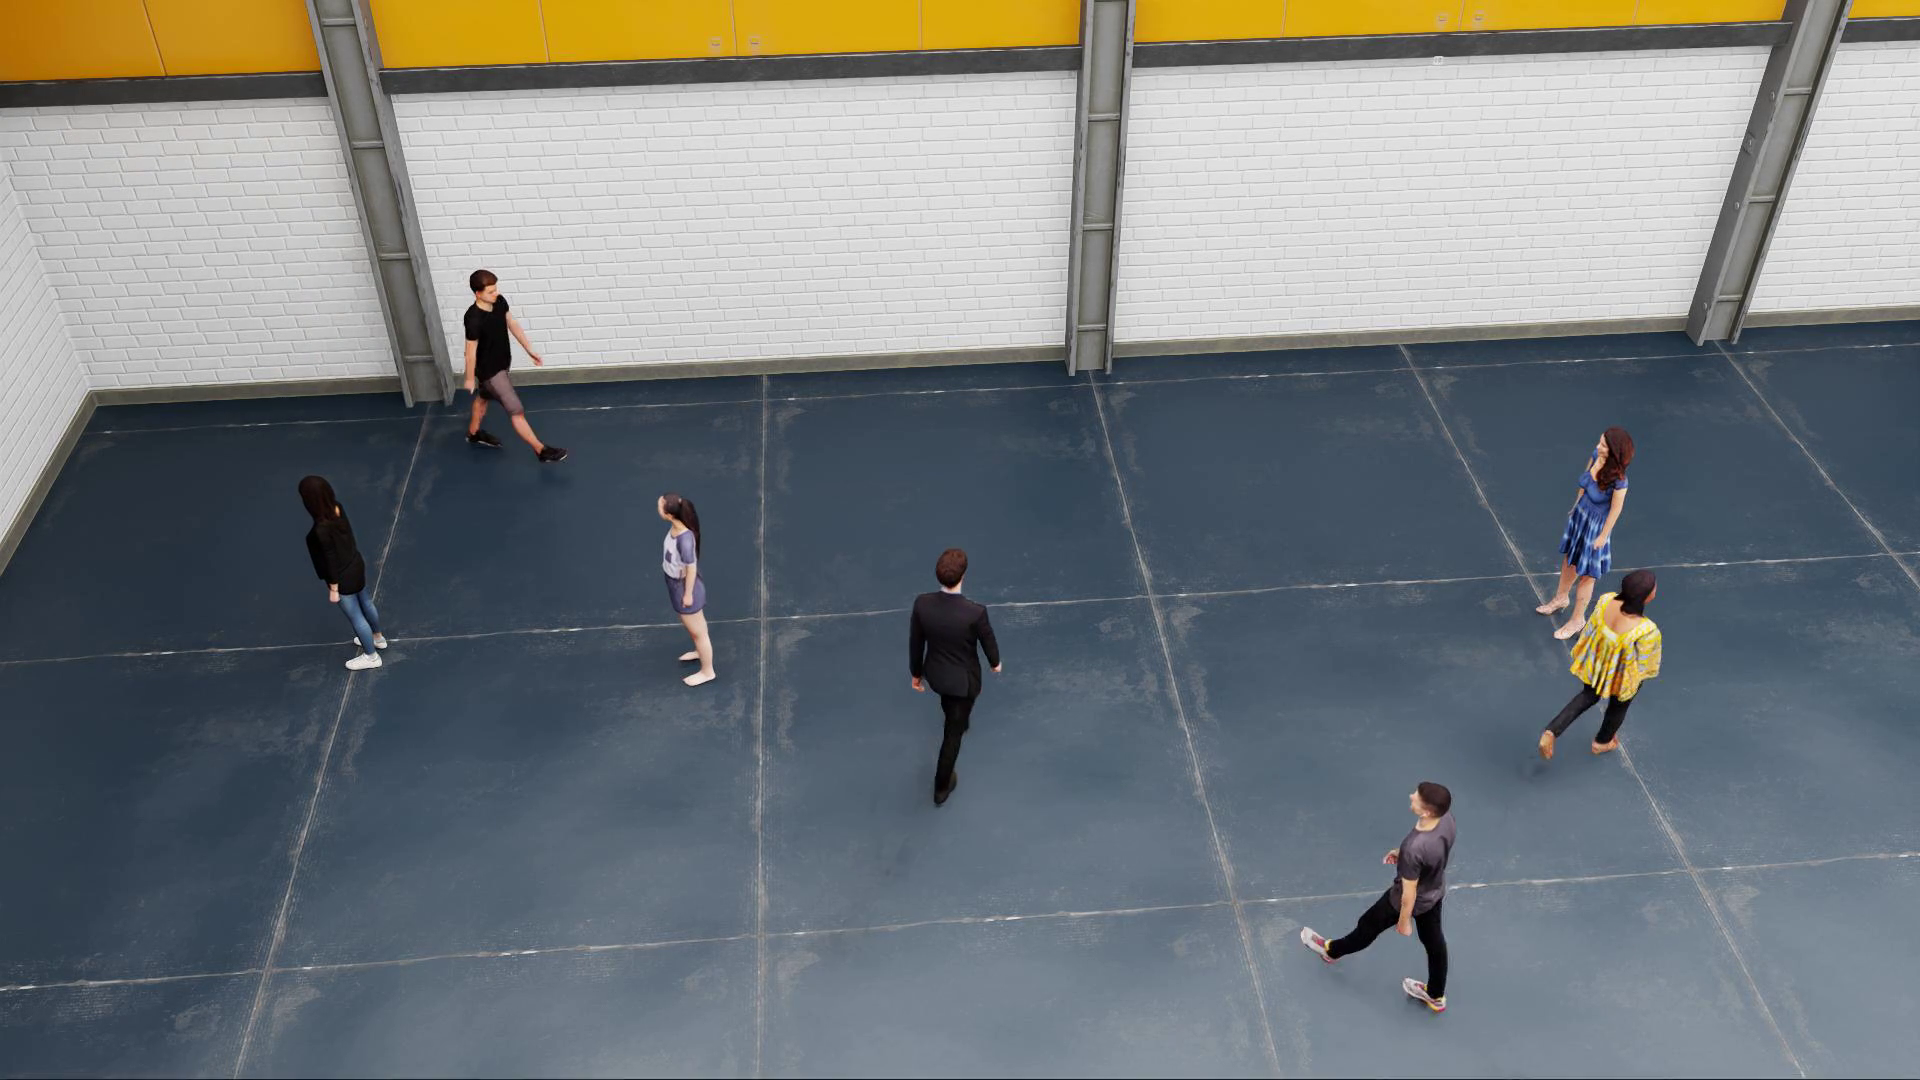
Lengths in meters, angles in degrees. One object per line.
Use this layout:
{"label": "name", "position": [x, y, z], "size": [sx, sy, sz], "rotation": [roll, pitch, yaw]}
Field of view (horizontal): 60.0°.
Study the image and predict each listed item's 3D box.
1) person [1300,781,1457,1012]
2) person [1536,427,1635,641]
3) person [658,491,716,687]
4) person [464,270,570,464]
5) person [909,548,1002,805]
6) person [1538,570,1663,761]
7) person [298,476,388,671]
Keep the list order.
{"label": "person", "position": [2.666, 2.064, 9.480], "size": [1.186, 1.715, 1.126], "rotation": [28, 46, 30]}
{"label": "person", "position": [4.550, -0.060, 12.066], "size": [0.575, 1.806, 0.677], "rotation": [-6, 39, -7]}
{"label": "person", "position": [-1.908, 0.315, 11.723], "size": [0.543, 1.649, 0.615], "rotation": [-8, 39, -10]}
{"label": "person", "position": [-3.957, -1.454, 13.816], "size": [1.317, 1.801, 0.903], "rotation": [7, 39, 9]}
{"label": "person", "position": [-0.069, 0.931, 10.800], "size": [1.243, 1.837, 1.124], "rotation": [15, 41, 17]}
{"label": "person", "position": [4.266, 0.881, 11.023], "size": [1.064, 1.637, 0.923], "rotation": [-19, 42, -22]}
{"label": "person", "position": [-4.390, 0.220, 11.844], "size": [0.530, 1.645, 0.588], "rotation": [0, 39, 0]}
